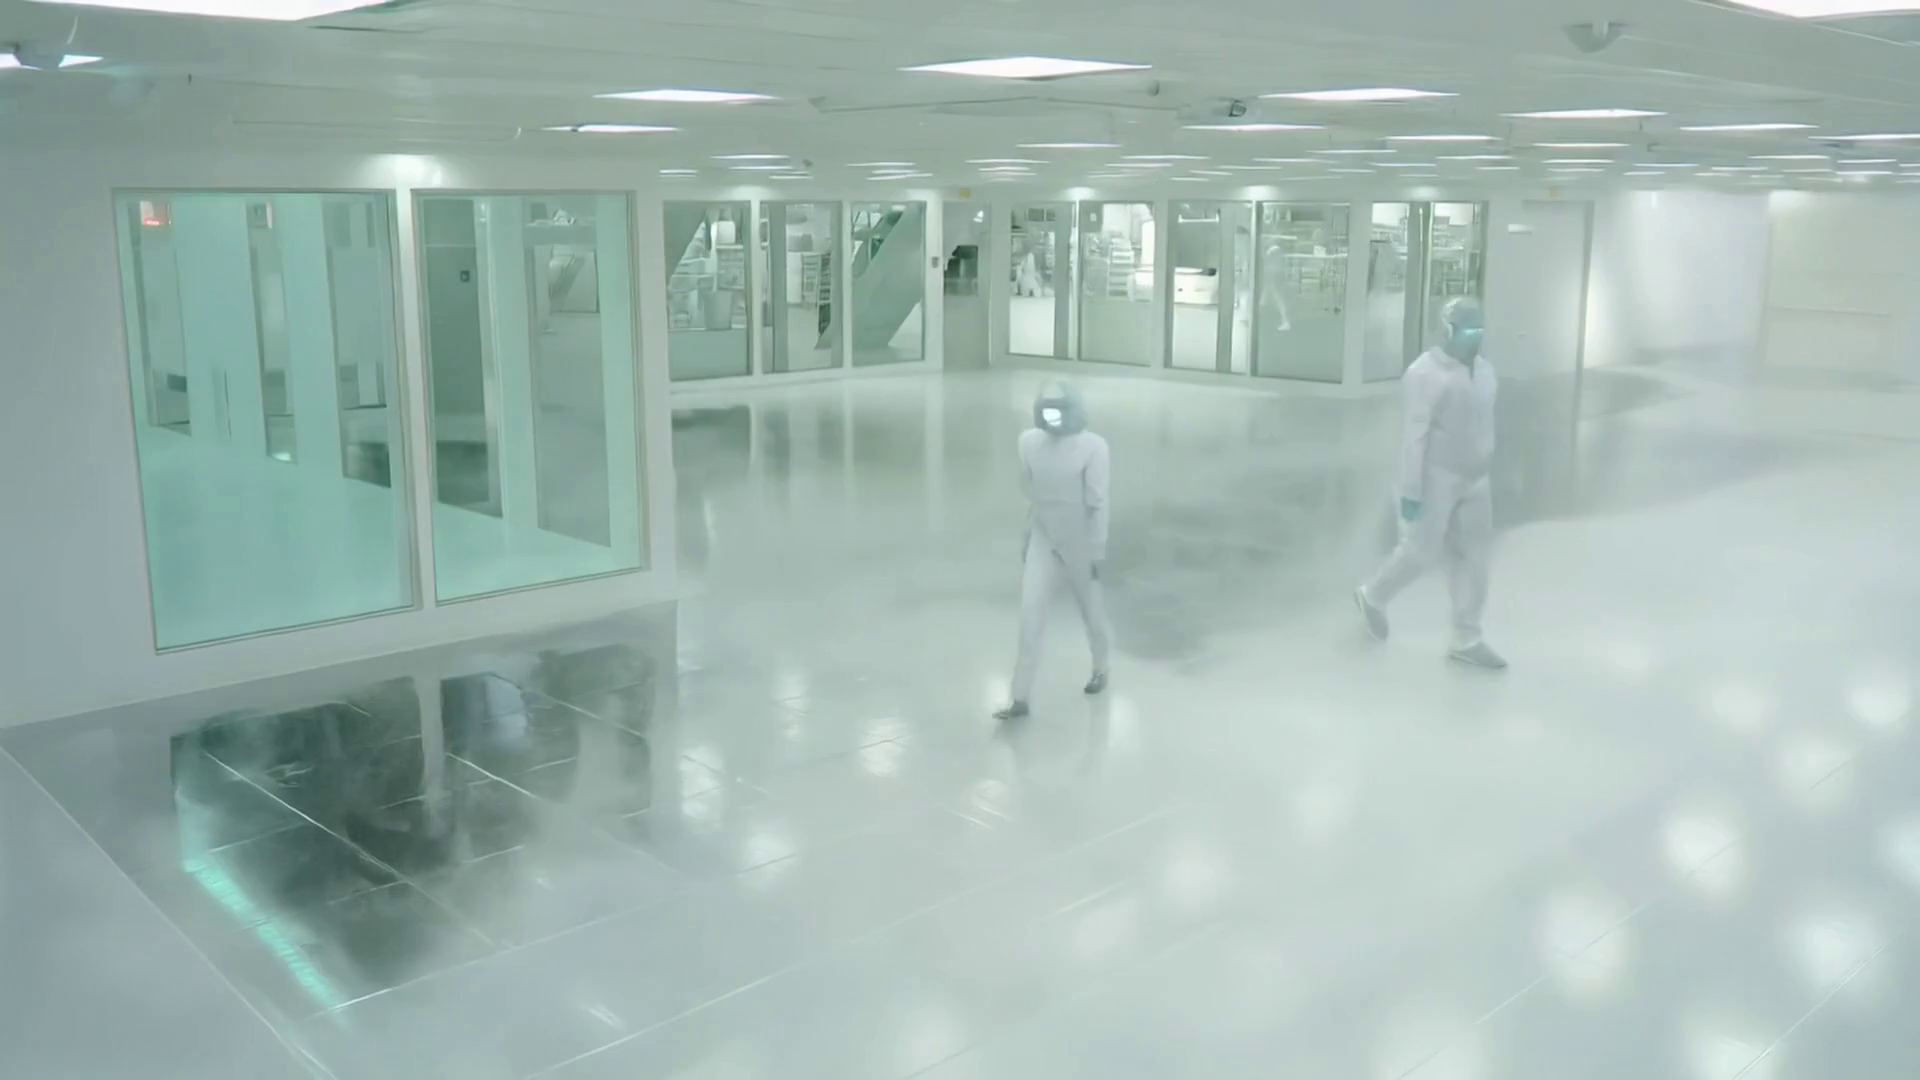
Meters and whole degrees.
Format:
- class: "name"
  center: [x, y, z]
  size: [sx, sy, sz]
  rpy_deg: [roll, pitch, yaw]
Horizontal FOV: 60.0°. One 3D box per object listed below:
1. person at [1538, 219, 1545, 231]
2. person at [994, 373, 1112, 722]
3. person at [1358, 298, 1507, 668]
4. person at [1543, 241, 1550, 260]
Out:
- class: "person"
  center: [27.576, -14.365, 79.080]
  size: [0.662, 1.861, 1.005]
  rpy_deg: [1, 11, 5]
- class: "person"
  center: [0.487, 0.011, 7.719]
  size: [0.516, 1.583, 0.869]
  rpy_deg: [7, 13, 31]
- class: "person"
  center: [2.481, -0.316, 8.624]
  size: [0.651, 1.881, 0.812]
  rpy_deg: [-7, 13, -31]
- class: "person"
  center: [18.192, -8.865, 51.485]
  size: [0.532, 1.869, 0.311]
  rpy_deg: [4, 12, 18]
